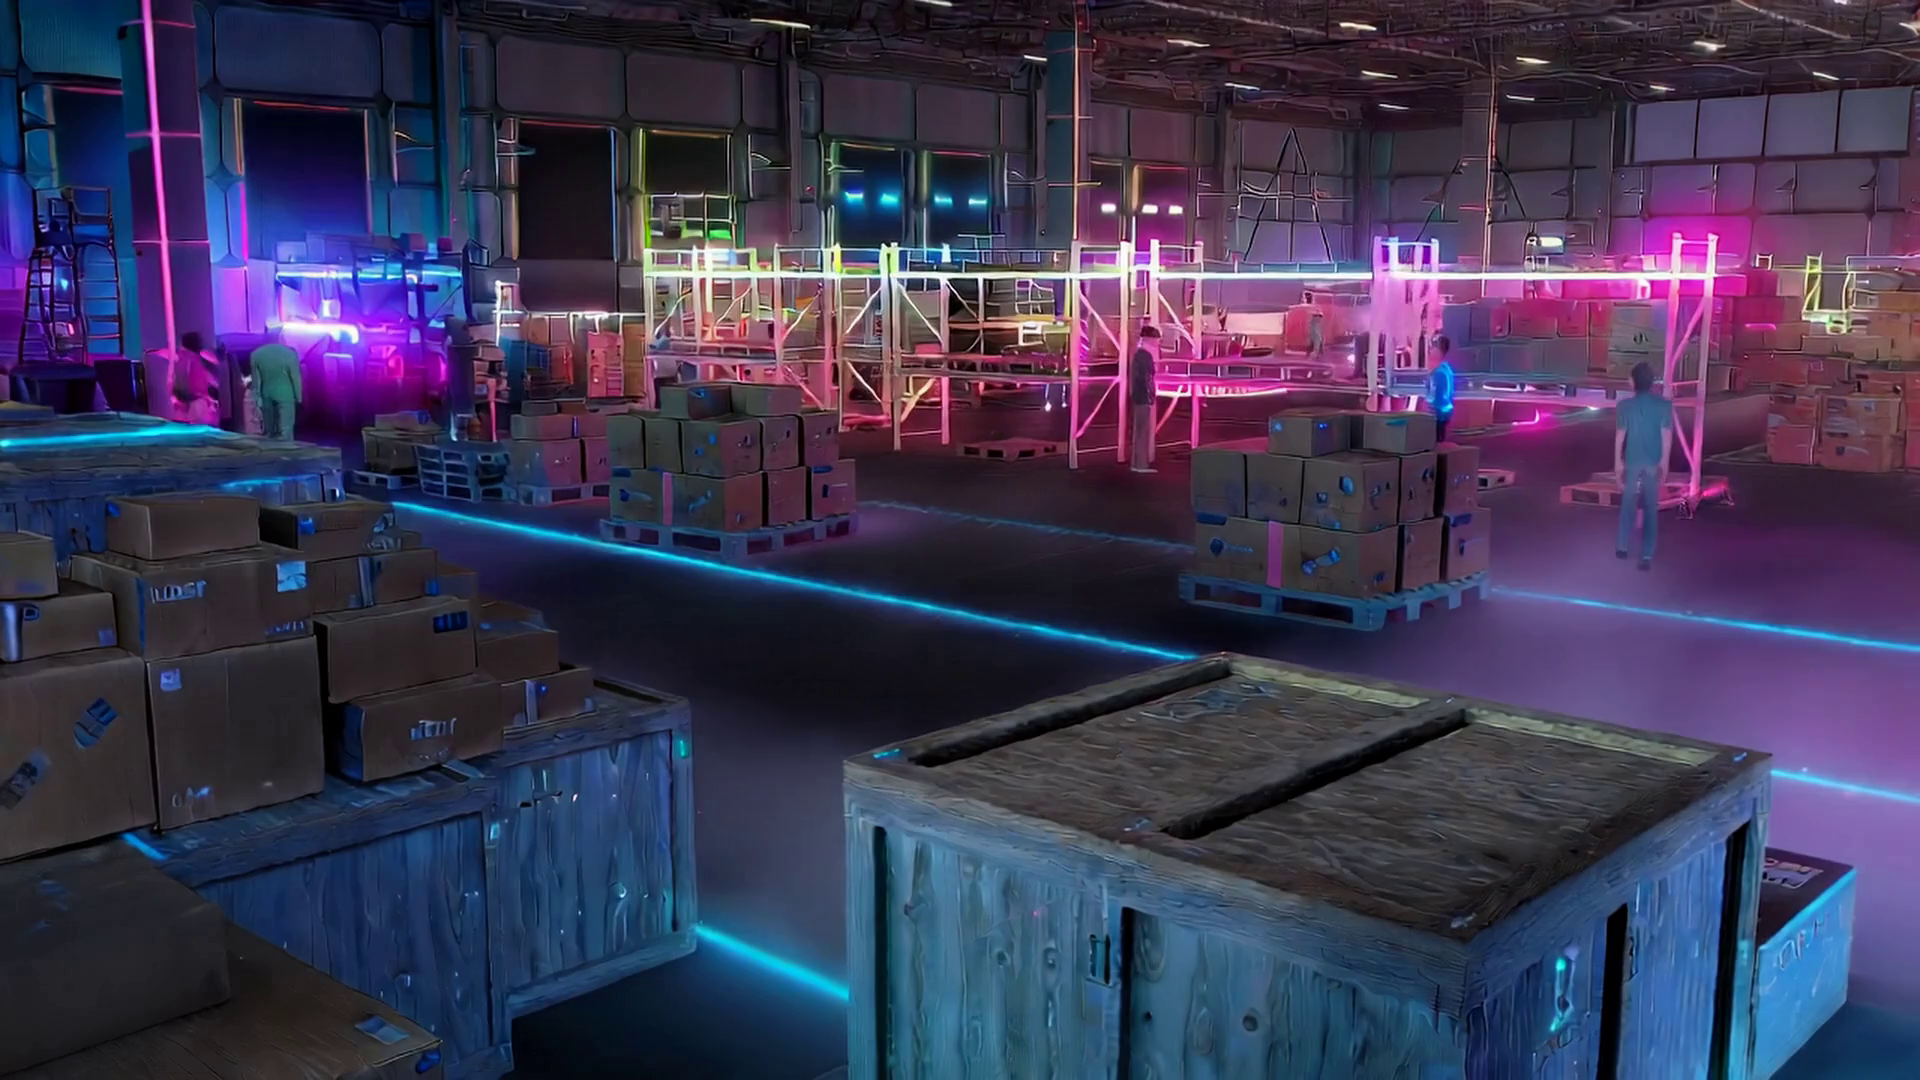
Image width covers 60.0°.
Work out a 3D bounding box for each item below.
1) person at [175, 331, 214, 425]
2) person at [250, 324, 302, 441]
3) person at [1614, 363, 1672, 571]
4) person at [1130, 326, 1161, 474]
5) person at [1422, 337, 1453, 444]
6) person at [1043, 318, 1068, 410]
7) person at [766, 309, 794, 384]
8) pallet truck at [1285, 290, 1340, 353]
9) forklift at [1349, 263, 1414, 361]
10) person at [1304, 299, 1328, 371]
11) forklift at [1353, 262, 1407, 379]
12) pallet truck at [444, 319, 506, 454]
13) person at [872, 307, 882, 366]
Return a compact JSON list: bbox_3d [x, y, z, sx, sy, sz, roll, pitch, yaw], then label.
[{"bbox_3d":[-10.335,-1.938,22.722,0.903,1.801,0.656,-2,9,-12],"label":"person"},{"bbox_3d":[-8.876,-1.831,21.648,0.637,1.938,0.355,0,9,0],"label":"person"},{"bbox_3d":[6.071,-0.651,14.815,0.511,1.832,0.987,2,10,14],"label":"person"},{"bbox_3d":[2.420,-1.826,21.679,0.383,1.921,0.585,-2,9,-12],"label":"person"},{"bbox_3d":[5.441,-1.370,19.001,0.356,1.883,0.572,4,10,21],"label":"person"},{"bbox_3d":[1.816,-3.321,31.406,0.485,1.739,0.320,-2,9,-12],"label":"person"},{"bbox_3d":[-3.618,-3.679,33.149,0.568,1.883,0.975,2,9,10],"label":"person"},{"bbox_3d":[11.297,-6.951,52.861,1.885,1.965,0.823,-5,11,-29],"label":"pallet truck"},{"bbox_3d":[12.099,-6.467,47.195,1.873,2.768,1.129,3,10,17],"label":"forklift"},{"bbox_3d":[9.261,-5.324,43.251,0.622,1.904,0.665,-1,9,-5],"label":"person"},{"bbox_3d":[10.471,-5.274,39.878,1.873,2.768,1.129,3,10,17],"label":"forklift"},{"bbox_3d":[-6.981,-1.942,22.150,1.885,1.965,0.823,1,9,9],"label":"pallet truck"},{"bbox_3d":[-2.191,-5.395,44.456,0.314,1.633,0.520,-2,9,-11],"label":"person"}]
